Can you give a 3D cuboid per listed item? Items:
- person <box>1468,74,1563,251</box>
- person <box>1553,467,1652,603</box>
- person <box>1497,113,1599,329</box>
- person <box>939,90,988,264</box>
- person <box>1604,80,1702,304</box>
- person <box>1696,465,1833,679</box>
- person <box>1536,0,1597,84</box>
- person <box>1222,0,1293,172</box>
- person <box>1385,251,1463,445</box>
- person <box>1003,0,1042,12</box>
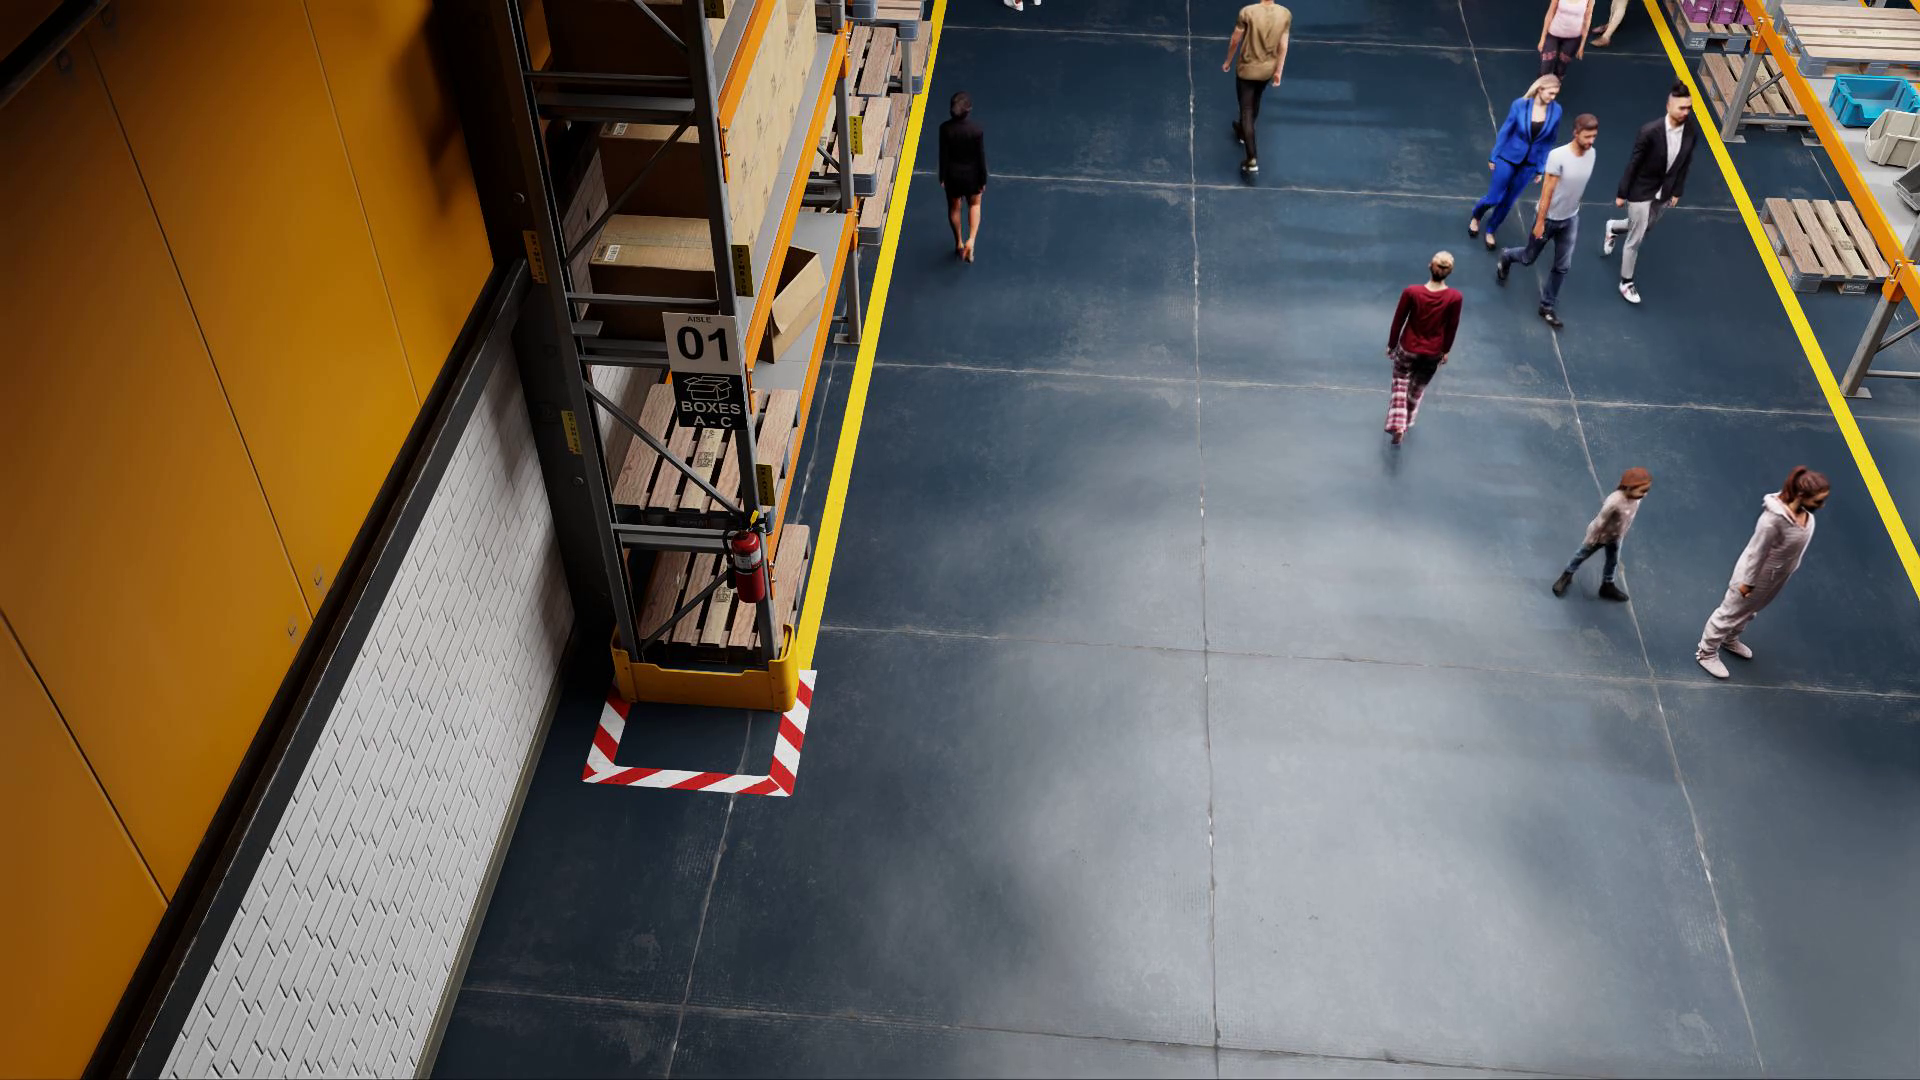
[{"bbox_3d":[4.855,-3.328,14.484,0.674,1.675,0.651,7,44,7],"label":"person"},{"bbox_3d":[4.419,-0.077,11.433,0.700,1.176,0.741,-11,45,-12],"label":"person"},{"bbox_3d":[4.839,-2.700,13.707,0.863,1.837,1.178,-11,45,-12],"label":"person"},{"bbox_3d":[0.006,-3.038,14.213,0.553,1.628,0.680,4,44,4],"label":"person"},{"bbox_3d":[5.760,-3.013,13.969,0.885,1.929,1.203,-6,44,-6],"label":"person"},{"bbox_3d":[5.211,0.170,10.801,0.728,1.689,0.778,-28,50,-26],"label":"person"},{"bbox_3d":[5.865,-4.922,16.188,0.621,1.632,0.684,9,44,10],"label":"person"},{"bbox_3d":[2.749,-4.292,15.394,0.891,1.814,1.316,-6,44,-6],"label":"person"},{"bbox_3d":[3.457,-1.418,12.476,0.695,1.679,0.883,9,44,10],"label":"person"},{"bbox_3d":[0.717,-6.580,17.818,0.726,1.784,0.764,-24,48,-23],"label":"person"}]
